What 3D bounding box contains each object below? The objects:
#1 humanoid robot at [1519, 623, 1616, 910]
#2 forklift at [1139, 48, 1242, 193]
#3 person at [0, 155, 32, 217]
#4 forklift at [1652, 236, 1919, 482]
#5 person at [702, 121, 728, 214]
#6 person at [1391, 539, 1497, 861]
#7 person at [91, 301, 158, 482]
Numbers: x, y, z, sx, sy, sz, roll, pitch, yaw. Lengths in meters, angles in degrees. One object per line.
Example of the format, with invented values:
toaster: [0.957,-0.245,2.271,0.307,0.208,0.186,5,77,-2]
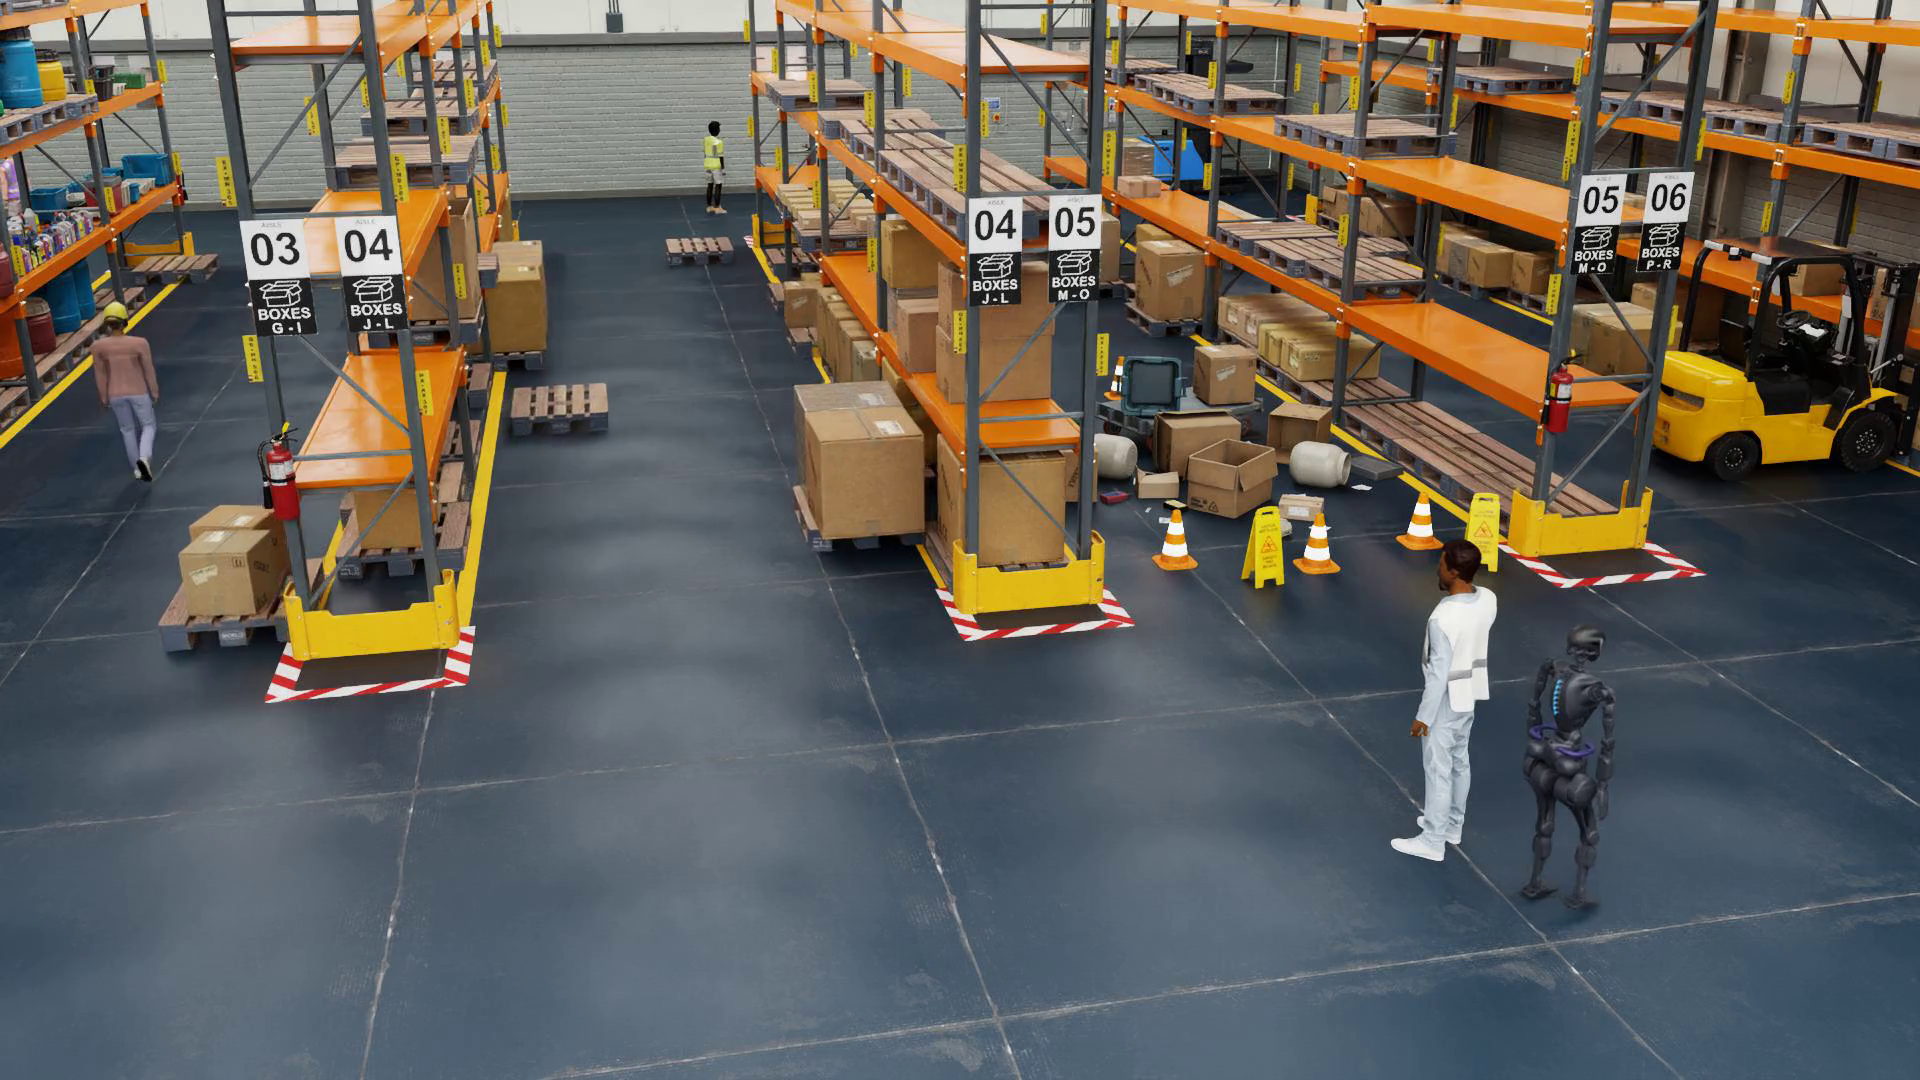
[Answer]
humanoid robot: [3.257,1.198,8.949,0.365,1.656,0.593,-11,23,-26]
forklift: [4.566,-8.313,32.860,1.873,2.768,1.129,-4,21,-12]
person: [-15.373,-5.567,27.154,0.352,1.685,0.489,11,23,27]
forklift: [8.013,-1.814,16.330,2.313,2.155,1.214,-4,21,-12]
person: [-4.516,-6.846,30.598,0.537,1.687,0.319,17,26,38]
person: [2.767,0.903,9.403,0.392,1.919,0.592,17,26,39]
person: [-7.911,-1.382,15.805,0.528,1.751,0.616,-5,21,-14]
